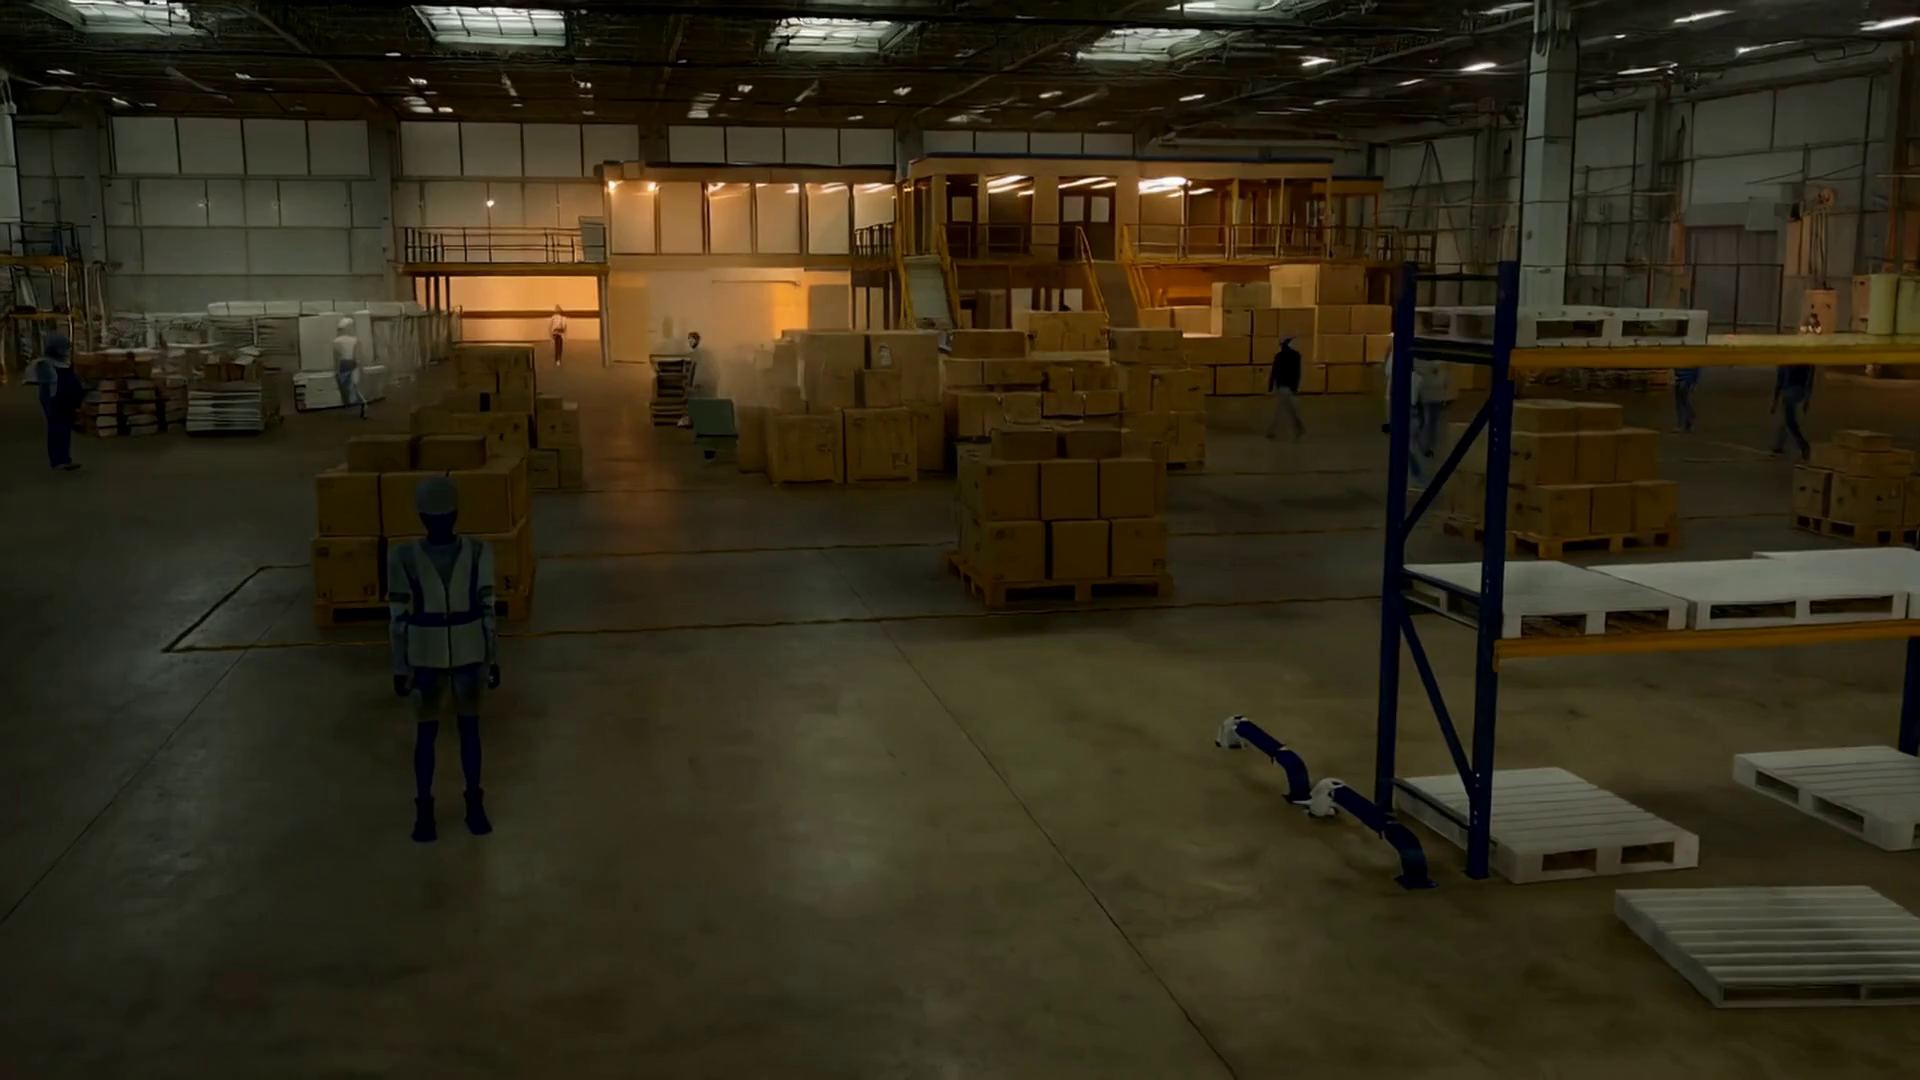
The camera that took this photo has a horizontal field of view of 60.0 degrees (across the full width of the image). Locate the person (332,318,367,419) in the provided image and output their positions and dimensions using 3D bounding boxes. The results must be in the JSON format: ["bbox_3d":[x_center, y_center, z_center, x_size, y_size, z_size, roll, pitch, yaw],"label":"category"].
[{"bbox_3d":[-11.993,-3.350,32.705,0.874,2.026,0.614,9,13,44],"label":"person"}]

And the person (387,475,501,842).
[{"bbox_3d":[-2.697,0.616,8.738,0.553,1.935,0.363,-4,10,-24],"label":"person"}]

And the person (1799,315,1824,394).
[{"bbox_3d":[20.003,-4.351,39.137,0.553,1.909,0.913,5,10,27],"label":"person"}]

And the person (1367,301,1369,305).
[{"bbox_3d":[12.659,-6.401,51.334,0.622,1.992,0.395,-9,13,-42],"label":"person"}]

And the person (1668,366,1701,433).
[{"bbox_3d":[13.121,-2.867,30.038,0.462,1.929,0.638,1,9,5],"label":"person"}]

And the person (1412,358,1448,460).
[{"bbox_3d":[7.305,-2.193,25.965,0.615,1.893,0.821,2,9,11],"label":"person"}]

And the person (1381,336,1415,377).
[{"bbox_3d":[8.996,-3.525,34.165,0.644,1.883,1.082,0,9,-2],"label":"person"}]

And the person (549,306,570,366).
[{"bbox_3d":[-12.256,-6.240,50.844,0.600,1.837,0.999,0,9,-1],"label":"person"}]

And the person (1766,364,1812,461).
[{"bbox_3d":[13.011,-2.184,25.939,0.594,1.899,0.898,-3,10,-20],"label":"person"}]

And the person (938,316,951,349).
[{"bbox_3d":[-0.233,-4.587,40.840,0.898,1.803,0.660,-5,11,-30],"label":"person"}]

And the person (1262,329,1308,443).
[{"bbox_3d":[5.632,-2.645,28.573,0.994,1.955,0.609,9,13,43],"label":"person"}]

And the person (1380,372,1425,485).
[{"bbox_3d":[6.131,-1.650,22.918,0.632,1.821,0.795,-6,11,-31],"label":"person"}]

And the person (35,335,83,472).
[{"bbox_3d":[-13.211,-2.023,24.506,0.535,2.000,0.768,0,9,-2],"label":"person"}]

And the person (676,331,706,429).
[{"bbox_3d":[-4.797,-2.939,30.737,0.900,1.837,0.527,4,10,21],"label":"person"}]
